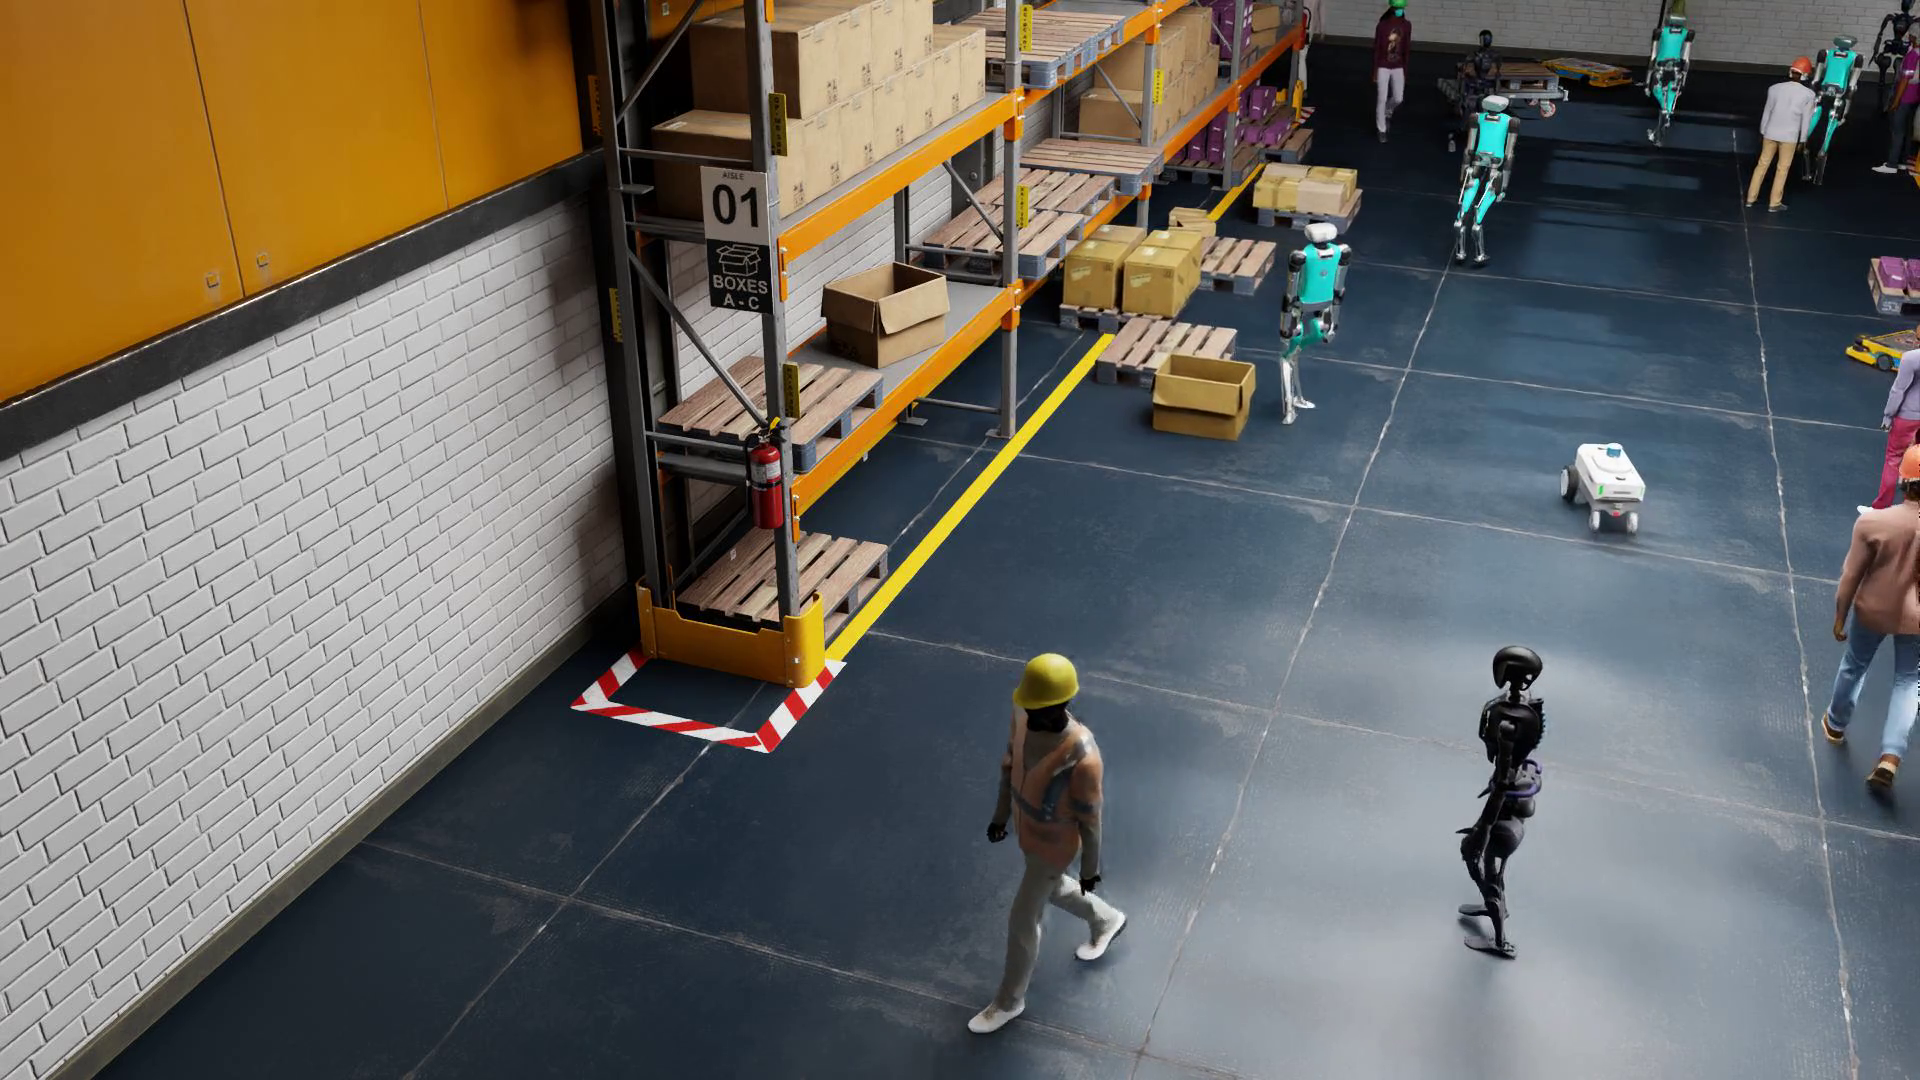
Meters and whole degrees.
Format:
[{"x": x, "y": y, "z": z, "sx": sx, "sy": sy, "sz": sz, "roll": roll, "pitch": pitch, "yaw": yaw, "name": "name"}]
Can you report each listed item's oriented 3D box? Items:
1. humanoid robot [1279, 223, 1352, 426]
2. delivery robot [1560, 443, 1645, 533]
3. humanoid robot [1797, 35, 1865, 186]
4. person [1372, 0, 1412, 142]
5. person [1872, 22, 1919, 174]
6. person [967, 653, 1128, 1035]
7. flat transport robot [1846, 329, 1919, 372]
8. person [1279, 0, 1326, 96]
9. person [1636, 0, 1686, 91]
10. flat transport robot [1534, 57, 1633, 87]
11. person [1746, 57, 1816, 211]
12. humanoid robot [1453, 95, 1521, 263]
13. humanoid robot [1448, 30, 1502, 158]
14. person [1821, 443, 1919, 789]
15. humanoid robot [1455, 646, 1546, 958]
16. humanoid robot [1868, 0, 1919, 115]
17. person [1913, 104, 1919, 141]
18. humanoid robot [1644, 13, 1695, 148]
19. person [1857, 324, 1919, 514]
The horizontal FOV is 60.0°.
[{"x": 2.772, "y": -1.818, "z": 13.671, "sx": 0.586, "sy": 1.774, "sz": 0.879, "roll": -8, "pitch": 28, "yaw": -15, "name": "humanoid robot"}, {"x": 4.775, "y": -0.425, "z": 12.268, "sx": 0.499, "sy": 0.600, "sz": 0.802, "roll": 2, "pitch": 27, "yaw": 5, "name": "delivery robot"}, {"x": 10.473, "y": -5.122, "z": 20.204, "sx": 0.540, "sy": 1.896, "sz": 0.699, "roll": 20, "pitch": 33, "yaw": 33, "name": "humanoid robot"}, {"x": 5.738, "y": -6.331, "z": 22.213, "sx": 0.498, "sy": 1.934, "sz": 0.534, "roll": -1, "pitch": 27, "yaw": -2, "name": "person"}, {"x": 11.798, "y": -5.511, "z": 20.736, "sx": 0.512, "sy": 1.838, "sz": 0.365, "roll": -20, "pitch": 33, "yaw": -33, "name": "person"}, {"x": 0.433, "y": 1.295, "z": 7.471, "sx": 0.906, "sy": 1.889, "sz": 0.586, "roll": -13, "pitch": 30, "yaw": -24, "name": "person"}, {"x": 8.700, "y": -1.540, "z": 14.737, "sx": 0.659, "sy": 0.231, "sz": 1.431, "roll": -12, "pitch": 30, "yaw": -22, "name": "flat transport robot"}, {"x": 5.076, "y": -7.650, "z": 24.837, "sx": 0.661, "sy": 1.875, "sz": 1.062, "roll": -7, "pitch": 28, "yaw": -12, "name": "person"}, {"x": 10.558, "y": -7.554, "z": 24.932, "sx": 0.644, "sy": 1.615, "sz": 0.507, "roll": 3, "pitch": 27, "yaw": 5, "name": "person"}, {"x": 9.676, "y": -7.287, "z": 25.885, "sx": 0.659, "sy": 0.231, "sz": 1.431, "roll": -17, "pitch": 32, "yaw": -29, "name": "flat transport robot"}, {"x": 9.556, "y": -4.707, "z": 19.282, "sx": 0.389, "sy": 1.738, "sz": 0.573, "roll": -20, "pitch": 34, "yaw": -34, "name": "person"}, {"x": 5.339, "y": -3.681, "z": 17.143, "sx": 0.533, "sy": 1.677, "sz": 0.735, "roll": 19, "pitch": 33, "yaw": 32, "name": "humanoid robot"}, {"x": 6.645, "y": -5.742, "z": 21.389, "sx": 0.608, "sy": 1.630, "sz": 0.708, "roll": -5, "pitch": 28, "yaw": -9, "name": "humanoid robot"}, {"x": 5.126, "y": 0.402, "z": 9.114, "sx": 0.631, "sy": 1.968, "sz": 0.835, "roll": 13, "pitch": 30, "yaw": 24, "name": "person"}, {"x": 2.558, "y": 1.243, "z": 7.810, "sx": 0.364, "sy": 1.645, "sz": 0.600, "roll": 12, "pitch": 30, "yaw": 22, "name": "humanoid robot"}, {"x": 13.275, "y": -6.888, "z": 23.618, "sx": 0.602, "sy": 1.628, "sz": 0.768, "roll": 18, "pitch": 32, "yaw": 31, "name": "humanoid robot"}, {"x": 13.080, "y": -6.249, "z": 22.174, "sx": 0.630, "sy": 1.841, "sz": 0.430, "roll": -13, "pitch": 30, "yaw": -24, "name": "person"}, {"x": 9.214, "y": -5.884, "z": 21.608, "sx": 0.546, "sy": 1.752, "sz": 1.040, "roll": 2, "pitch": 27, "yaw": 4, "name": "humanoid robot"}, {"x": 6.886, "y": -0.884, "z": 11.983, "sx": 0.498, "sy": 1.629, "sz": 0.288, "roll": -3, "pitch": 27, "yaw": -6, "name": "person"}]
